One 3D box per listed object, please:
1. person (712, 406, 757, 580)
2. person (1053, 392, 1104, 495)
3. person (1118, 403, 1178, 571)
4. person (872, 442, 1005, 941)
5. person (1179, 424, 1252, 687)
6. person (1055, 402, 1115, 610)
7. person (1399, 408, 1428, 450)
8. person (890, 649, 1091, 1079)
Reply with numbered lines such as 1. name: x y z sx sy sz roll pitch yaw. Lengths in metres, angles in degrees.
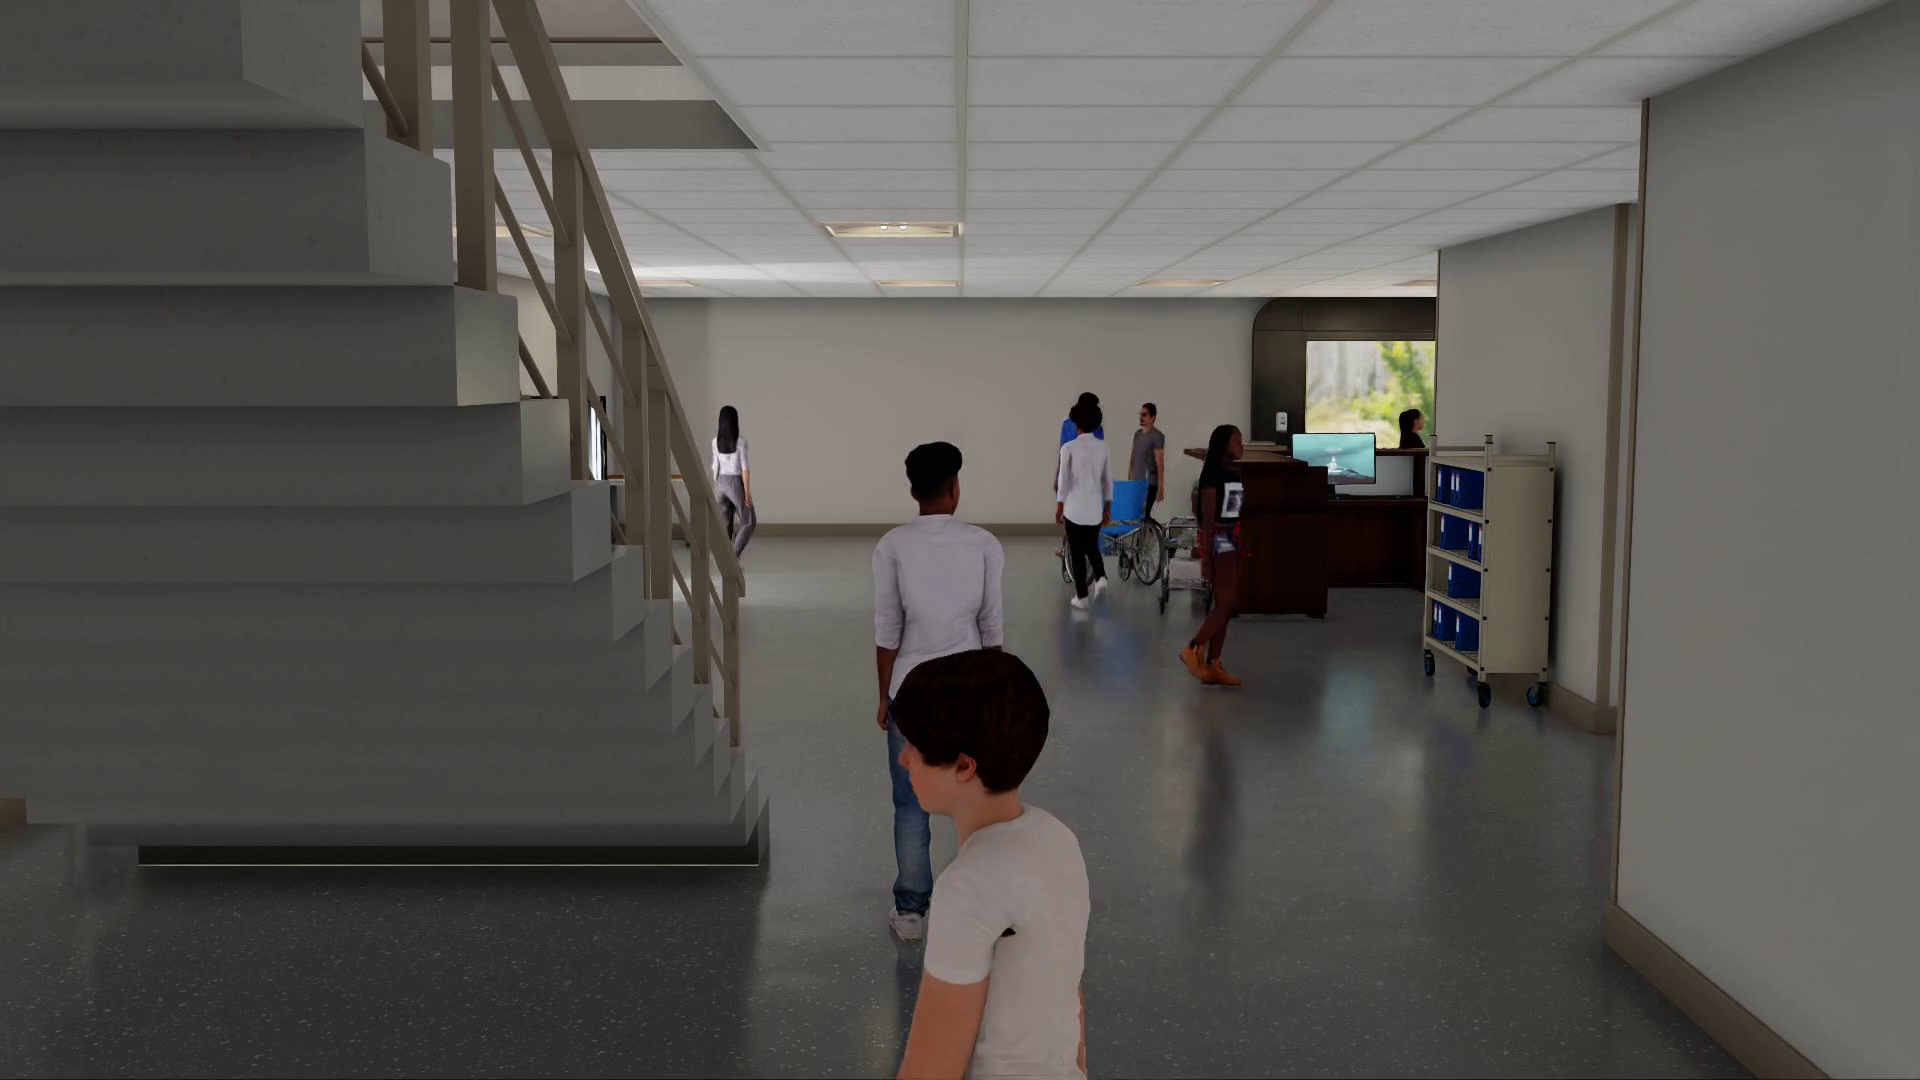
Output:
1. person: -2.318 -0.460 16.472 0.737 1.722 0.750 3 6 25
2. person: 1.216 -0.599 17.353 0.943 1.823 1.121 2 6 21
3. person: 2.008 -0.552 17.346 0.990 1.730 1.091 -3 6 -25
4. person: -0.079 0.543 6.097 0.630 1.805 0.566 0 6 -2
5. person: 1.611 0.111 10.839 0.827 1.714 0.765 3 7 31
6. person: 1.099 -0.284 14.360 0.763 1.796 0.858 -2 6 -18
7. person: 4.509 -0.479 16.937 0.692 1.668 0.955 0 6 -4
8. person: 0.158 1.006 2.506 0.846 1.603 1.129 2 6 16
